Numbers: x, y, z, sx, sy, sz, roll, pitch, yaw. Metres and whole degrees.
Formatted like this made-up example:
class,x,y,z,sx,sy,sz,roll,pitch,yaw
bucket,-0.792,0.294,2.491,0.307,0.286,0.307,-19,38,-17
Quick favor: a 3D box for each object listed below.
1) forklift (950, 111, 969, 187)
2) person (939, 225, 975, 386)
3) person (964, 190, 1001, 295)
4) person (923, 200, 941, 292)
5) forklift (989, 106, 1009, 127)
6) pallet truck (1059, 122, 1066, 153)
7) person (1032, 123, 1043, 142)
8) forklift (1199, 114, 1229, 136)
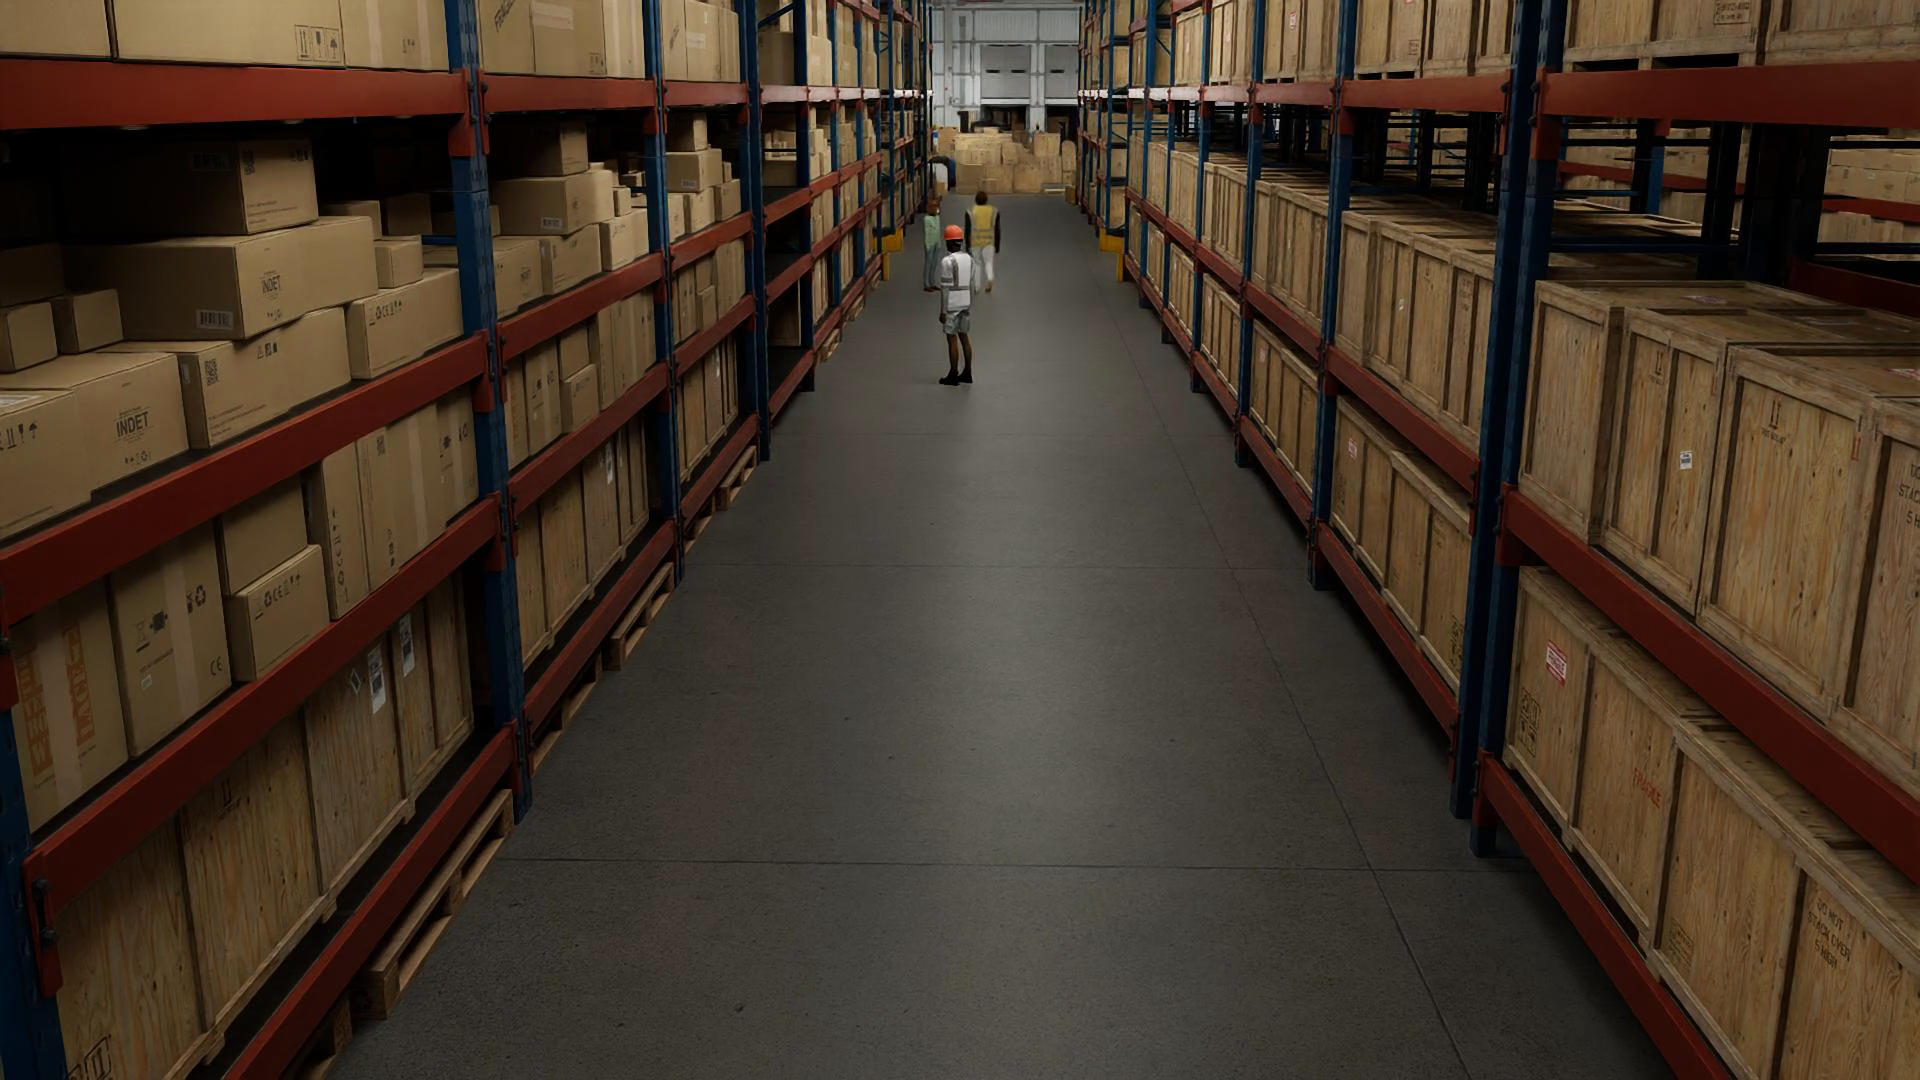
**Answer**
class,x,y,z,sx,sy,sz,roll,pitch,yaw
forklift,0.141,-14.563,61.975,1.873,2.768,1.129,0,15,2
person,-0.063,-2.843,20.187,0.388,1.929,0.539,11,19,36
person,0.396,-5.211,29.194,0.642,1.825,0.538,-2,15,-9
person,-0.488,-5.249,29.706,0.286,1.624,0.492,8,17,27
forklift,1.963,-20.465,83.934,1.129,2.768,1.873,-7,16,-23
pallet truck,5.788,-21.111,88.014,1.885,1.965,0.823,5,16,18
person,4.079,-20.946,87.533,0.594,1.925,0.370,5,16,19
forklift,8.007,-12.086,52.758,1.129,2.768,1.873,0,15,2
